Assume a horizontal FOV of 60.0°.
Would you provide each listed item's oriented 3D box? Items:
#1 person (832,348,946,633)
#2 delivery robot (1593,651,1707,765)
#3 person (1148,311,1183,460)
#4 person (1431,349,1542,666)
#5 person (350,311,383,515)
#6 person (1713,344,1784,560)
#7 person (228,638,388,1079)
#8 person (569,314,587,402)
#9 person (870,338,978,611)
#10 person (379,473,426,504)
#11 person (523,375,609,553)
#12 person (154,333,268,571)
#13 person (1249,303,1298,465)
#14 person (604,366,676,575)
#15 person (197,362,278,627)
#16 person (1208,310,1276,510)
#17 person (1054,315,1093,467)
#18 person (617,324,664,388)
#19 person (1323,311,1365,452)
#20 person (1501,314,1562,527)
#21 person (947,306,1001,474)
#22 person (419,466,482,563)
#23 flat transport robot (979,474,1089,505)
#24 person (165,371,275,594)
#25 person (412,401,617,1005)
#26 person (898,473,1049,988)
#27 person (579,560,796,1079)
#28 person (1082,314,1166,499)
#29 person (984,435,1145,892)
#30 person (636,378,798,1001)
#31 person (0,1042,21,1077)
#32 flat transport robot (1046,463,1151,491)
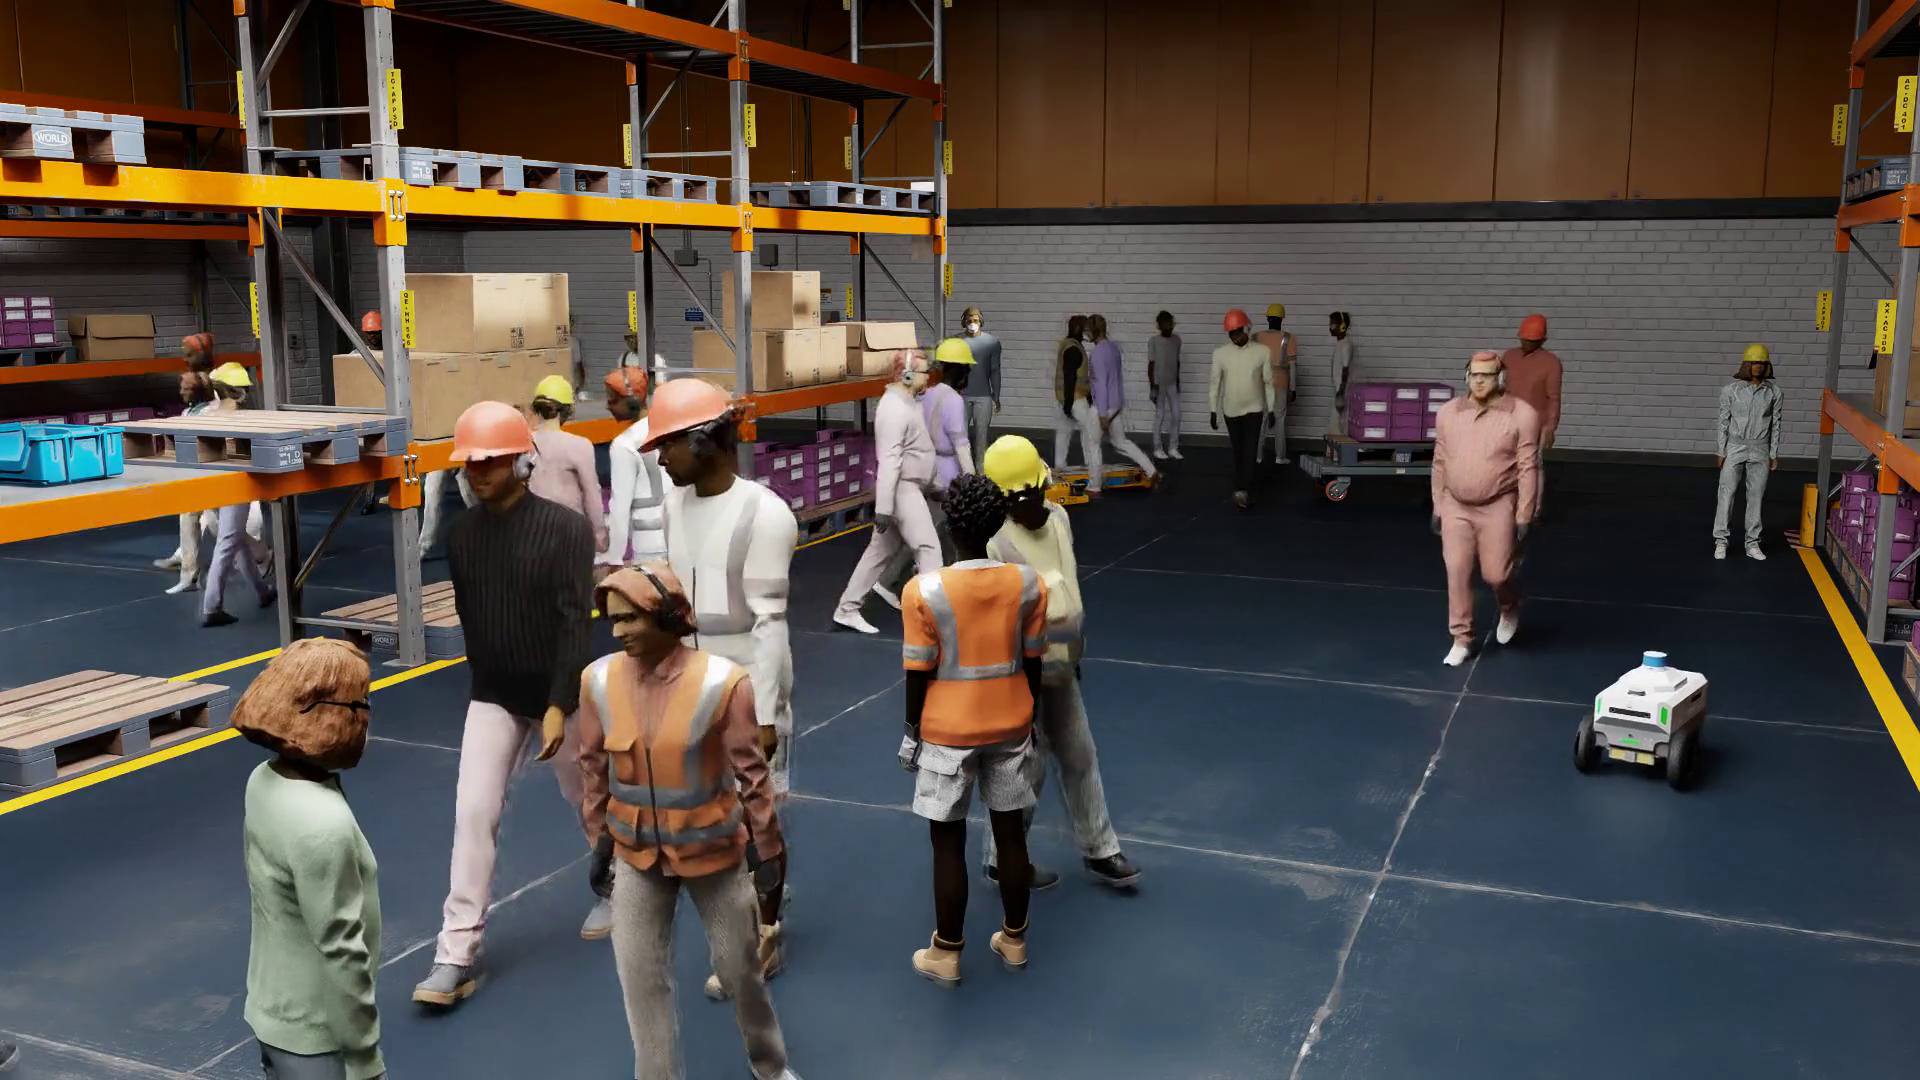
[{"bbox_3d":[-0.366,-0.290,10.564,0.974,1.859,0.637,-1,9,-4],"label":"person"},{"bbox_3d":[3.246,0.767,7.803,0.477,0.478,0.707,7,12,37],"label":"delivery robot"},{"bbox_3d":[2.486,-1.872,20.244,0.553,1.818,0.591,-4,10,-24],"label":"person"},{"bbox_3d":[3.140,-0.202,9.958,0.640,1.889,0.645,7,12,36],"label":"person"},{"bbox_3d":[-5.525,-1.202,15.839,0.545,1.938,0.362,-2,10,-14],"label":"person"},{"bbox_3d":[6.353,-0.705,13.407,0.487,1.746,0.289,1,9,9],"label":"person"},{"bbox_3d":[-1.301,1.001,3.405,0.285,1.633,0.499,-7,12,-36],"label":"person"},{"bbox_3d":[-4.596,-1.748,19.408,0.399,1.852,0.556,-9,13,-43],"label":"person"},{"bbox_3d":[-0.179,-0.450,11.459,0.948,1.893,0.589,-2,10,-13],"label":"person"},{"bbox_3d":[-5.526,-1.251,16.432,0.632,1.840,0.429,5,11,27],"label":"person"},{"bbox_3d":[-2.276,-0.050,9.417,0.534,1.753,0.400,3,10,20],"label":"person"},{"bbox_3d":[-5.784,-0.653,12.782,0.606,1.840,0.924,9,13,44],"label":"person"},{"bbox_3d":[3.723,-1.853,19.815,0.595,1.925,0.372,4,10,24],"label":"person"},{"bbox_3d":[-1.611,0.026,8.680,0.423,1.870,0.618,4,10,22],"label":"person"},{"bbox_3d":[-4.821,-0.322,11.151,0.550,1.718,0.886,4,10,25],"label":"person"},{"bbox_3d":[2.753,-1.275,16.305,0.634,1.922,1.051,3,10,18],"label":"person"},{"bbox_3d":[1.391,-1.580,18.487,0.761,1.817,0.628,-1,9,-3],"label":"person"},{"bbox_3d":[-3.116,-1.225,16.305,0.516,1.830,0.501,5,11,28],"label":"person"},{"bbox_3d":[4.322,-1.658,18.840,0.488,1.855,0.557,1,9,5],"label":"person"},{"bbox_3d":[5.078,-1.046,14.897,0.630,1.936,0.649,-8,12,-41],"label":"person"},{"bbox_3d":[0.130,-1.518,17.750,0.635,1.937,0.354,-1,9,-8],"label":"person"},{"bbox_3d":[-4.110,-0.636,13.434,0.518,1.597,0.846,4,10,21],"label":"person"},{"bbox_3d":[0.621,-0.526,16.782,0.652,0.197,1.431,-6,11,-31],"label":"flat transport robot"},{"bbox_3d":[-5.447,-0.431,12.140,0.521,1.618,0.709,8,12,40],"label":"person"},{"bbox_3d":[-1.441,0.500,5.559,0.609,1.941,1.059,3,10,16],"label":"person"},{"bbox_3d":[0.042,0.626,5.489,0.539,1.696,0.317,-5,10,-26],"label":"person"},{"bbox_3d":[-0.726,0.833,4.505,0.561,1.615,0.544,3,10,17],"label":"person"},{"bbox_3d":[1.605,-1.332,16.795,0.890,1.899,0.656,4,10,23],"label":"person"},{"bbox_3d":[0.346,0.484,6.116,0.585,1.790,0.644,6,11,31],"label":"person"},{"bbox_3d":[-0.749,0.483,5.391,0.637,2.015,0.447,7,12,37],"label":"person"},{"bbox_3d":[-3.009,0.772,4.352,0.611,1.786,0.941,5,11,30],"label":"person"},{"bbox_3d":[1.362,-0.651,17.538,1.431,0.197,0.652,-6,11,-31],"label":"flat transport robot"}]
